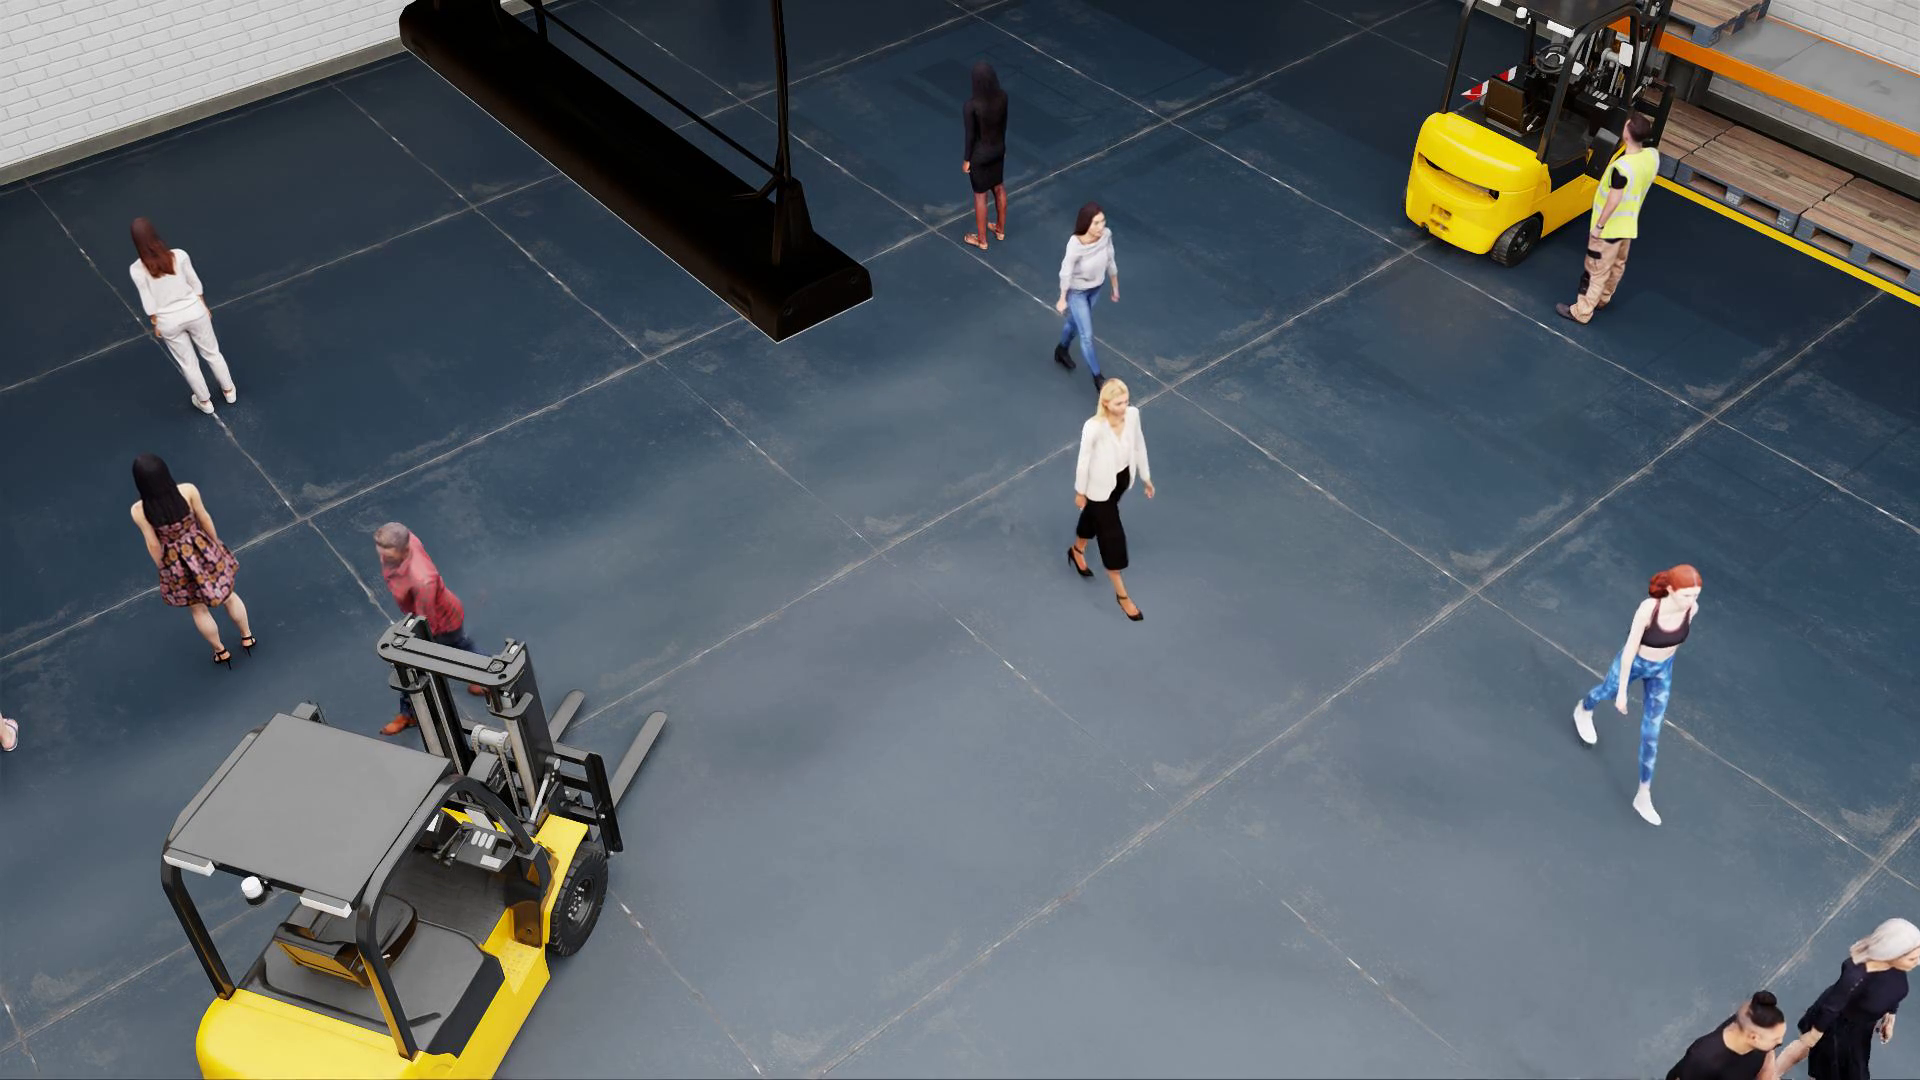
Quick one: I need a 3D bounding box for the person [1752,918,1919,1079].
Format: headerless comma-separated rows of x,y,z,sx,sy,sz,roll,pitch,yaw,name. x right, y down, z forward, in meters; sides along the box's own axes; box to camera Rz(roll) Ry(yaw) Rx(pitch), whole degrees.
4.329,2.361,8.321,0.589,1.731,0.746,-27,50,-26,person

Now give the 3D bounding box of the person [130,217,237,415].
-5.909,-1.702,12.617,0.591,1.688,0.530,-28,50,-27,person

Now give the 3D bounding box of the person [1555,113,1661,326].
5.284,-2.590,13.436,0.683,1.845,0.697,-28,50,-27,person

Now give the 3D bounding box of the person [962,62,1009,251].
0.222,-3.309,14.280,0.608,1.721,0.502,-28,50,-27,person

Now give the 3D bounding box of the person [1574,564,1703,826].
4.033,0.760,10.008,1.043,1.723,1.275,-5,44,-5,person

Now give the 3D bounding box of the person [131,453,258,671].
-4.911,0.134,10.628,0.653,1.773,0.654,-28,50,-27,person

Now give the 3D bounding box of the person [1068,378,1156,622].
0.922,-0.377,11.129,0.626,1.823,1.028,-31,52,-29,person

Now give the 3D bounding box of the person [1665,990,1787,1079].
3.494,2.602,8.002,0.724,1.823,1.126,-25,49,-24,person

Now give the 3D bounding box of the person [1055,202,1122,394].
0.902,-1.955,12.948,0.632,1.598,0.969,-31,52,-29,person

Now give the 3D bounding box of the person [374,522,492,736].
-3.210,0.437,10.308,0.803,1.776,1.054,-22,48,-21,person
